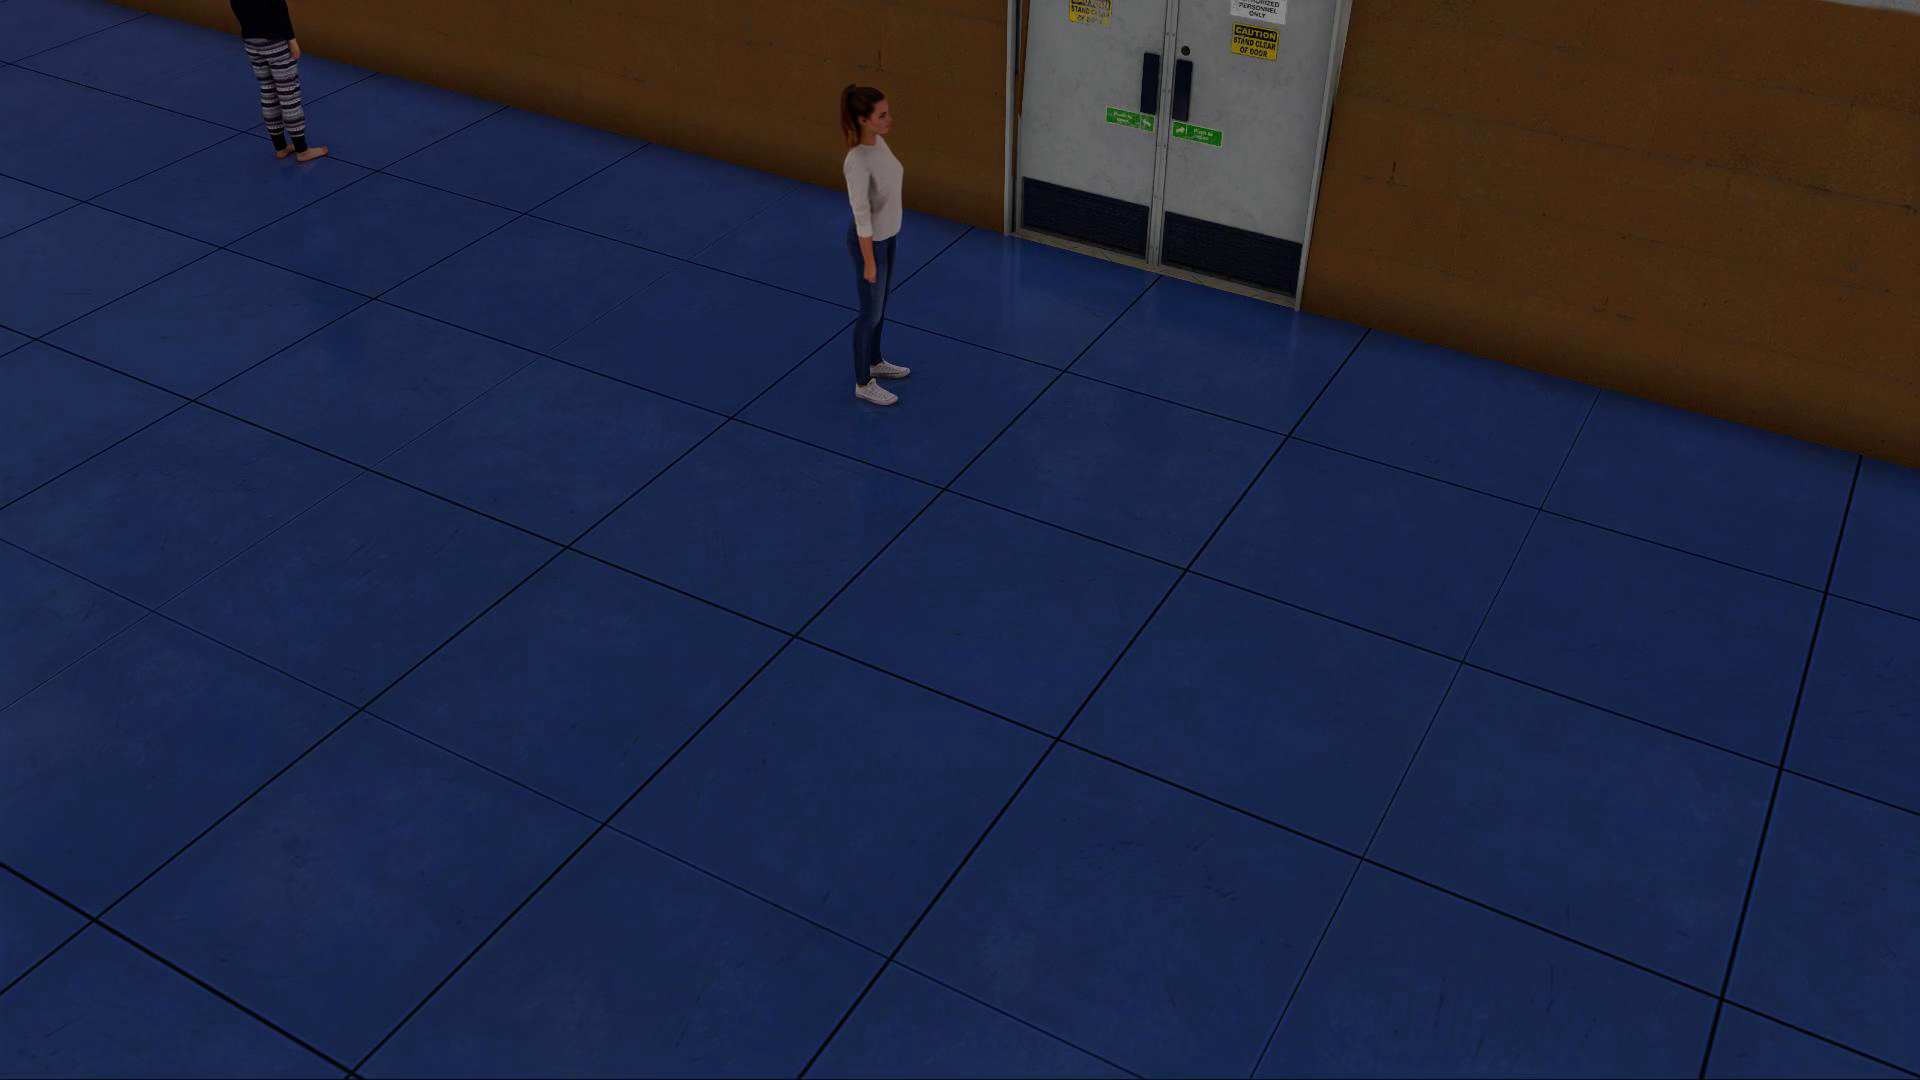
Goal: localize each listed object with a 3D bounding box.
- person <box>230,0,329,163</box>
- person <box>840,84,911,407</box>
[{"bbox_3d":[-4.663,-3.394,11.170,0.614,1.734,0.527,16,40,21],"label":"person"},{"bbox_3d":[-0.461,-1.547,8.720,0.726,1.720,0.572,8,38,10],"label":"person"}]
